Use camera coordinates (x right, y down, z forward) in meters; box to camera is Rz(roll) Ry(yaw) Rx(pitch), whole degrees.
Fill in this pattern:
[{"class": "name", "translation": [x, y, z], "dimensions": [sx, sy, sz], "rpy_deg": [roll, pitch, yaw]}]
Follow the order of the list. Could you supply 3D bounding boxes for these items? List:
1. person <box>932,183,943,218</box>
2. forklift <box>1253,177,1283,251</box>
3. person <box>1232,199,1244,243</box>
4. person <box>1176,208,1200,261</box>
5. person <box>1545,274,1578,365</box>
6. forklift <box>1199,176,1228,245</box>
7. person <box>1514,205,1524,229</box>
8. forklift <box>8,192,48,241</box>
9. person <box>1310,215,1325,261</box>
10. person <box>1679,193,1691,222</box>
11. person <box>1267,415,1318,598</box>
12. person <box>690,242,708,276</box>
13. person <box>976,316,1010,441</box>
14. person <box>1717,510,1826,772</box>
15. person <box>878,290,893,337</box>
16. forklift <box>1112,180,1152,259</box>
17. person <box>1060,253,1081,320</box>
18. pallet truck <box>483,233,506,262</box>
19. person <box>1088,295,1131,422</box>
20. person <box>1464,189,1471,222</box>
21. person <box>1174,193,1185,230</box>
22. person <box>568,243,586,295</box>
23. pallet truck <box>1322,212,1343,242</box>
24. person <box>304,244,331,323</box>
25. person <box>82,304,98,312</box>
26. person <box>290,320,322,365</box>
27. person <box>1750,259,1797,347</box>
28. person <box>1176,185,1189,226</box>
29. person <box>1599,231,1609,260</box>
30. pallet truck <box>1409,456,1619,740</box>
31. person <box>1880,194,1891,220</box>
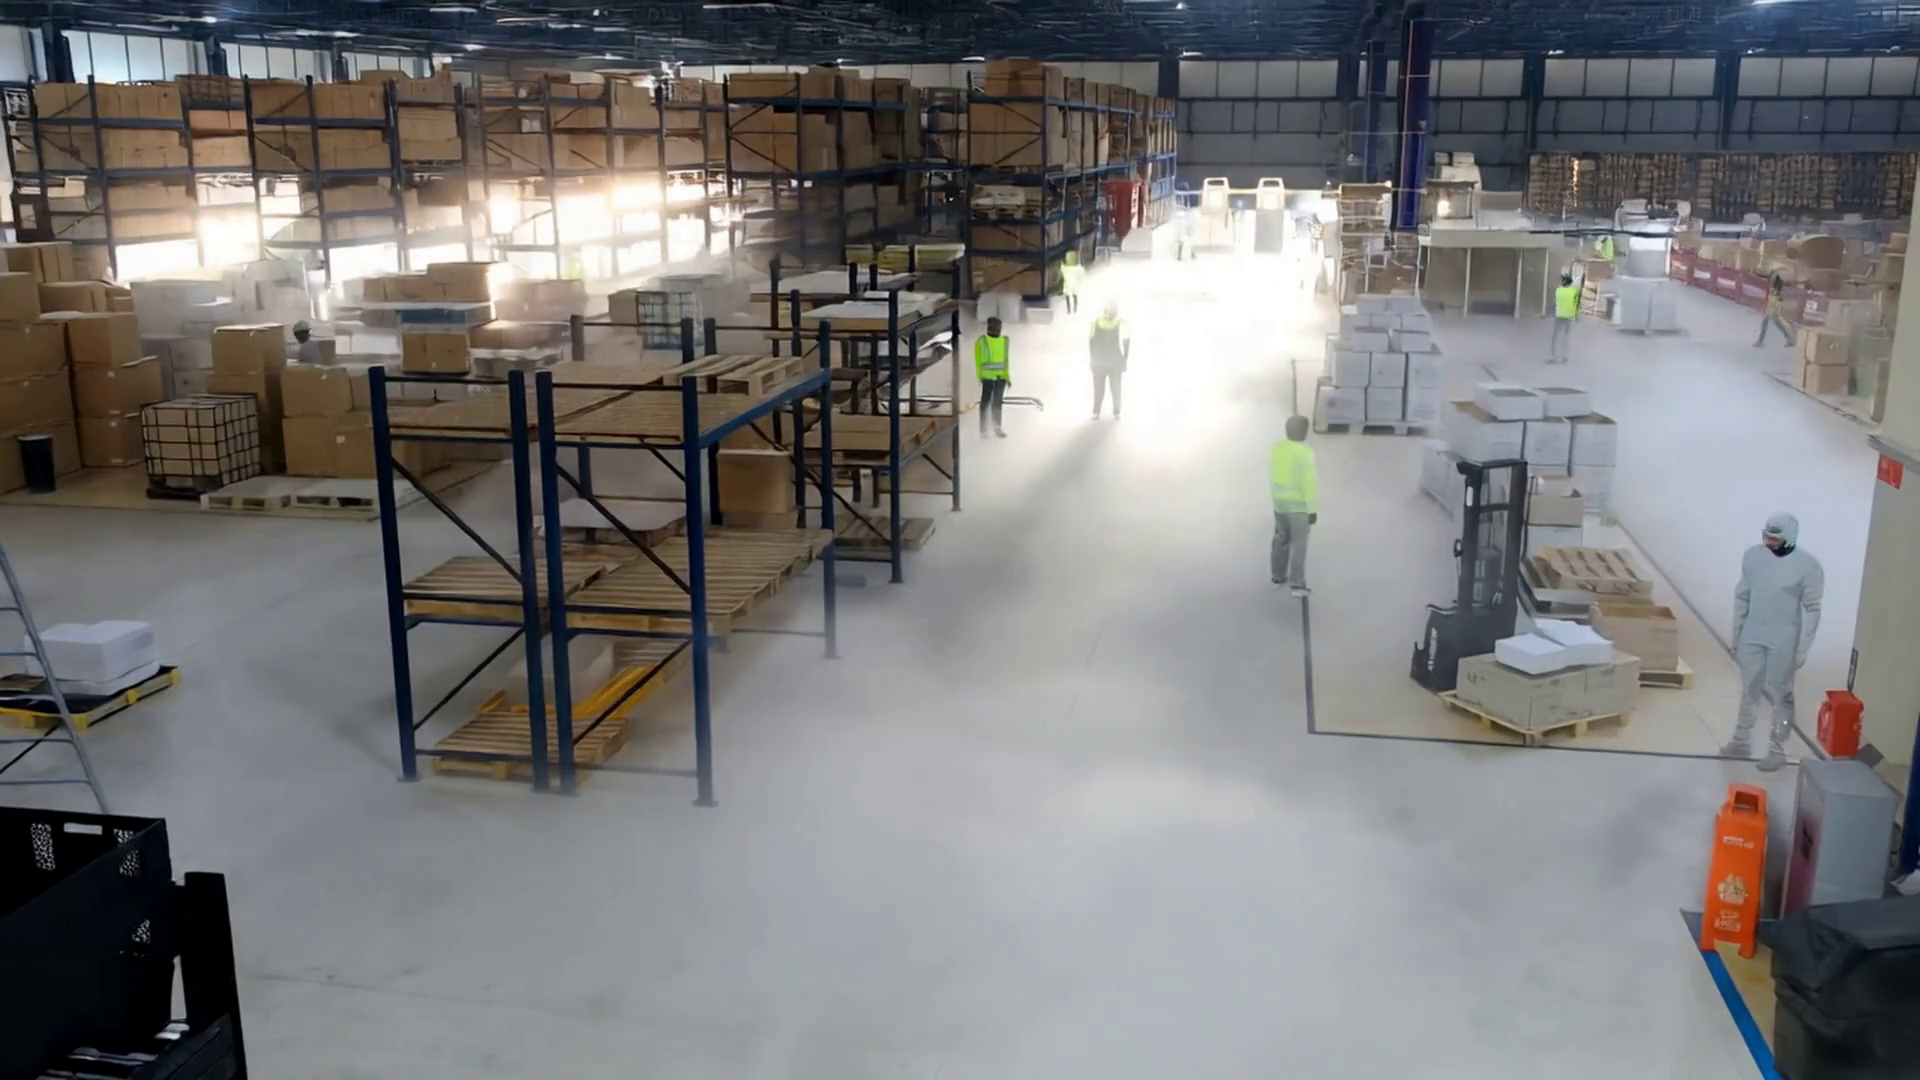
[{"class": "person", "translation": [-1.202, -18.139, 88.889], "dimensions": [0.557, 1.886, 0.988], "rpy_deg": [2, 14, 8]}, {"class": "forklift", "translation": [12.083, -12.747, 64.956], "dimensions": [1.129, 2.768, 1.873], "rpy_deg": [3, 14, 10]}, {"class": "person", "translation": [11.605, -13.373, 69.691], "dimensions": [0.404, 1.823, 0.591], "rpy_deg": [-11, 18, -37]}, {"class": "person", "translation": [8.207, -11.027, 60.007], "dimensions": [0.957, 1.888, 0.569], "rpy_deg": [-6, 15, -22]}, {"class": "person", "translation": [12.041, -4.397, 33.241], "dimensions": [0.520, 1.814, 0.953], "rpy_deg": [11, 18, 38]}, {"class": "forklift", "translation": [10.323, -13.301, 67.205], "dimensions": [1.129, 2.768, 1.873], "rpy_deg": [3, 14, 10]}, {"class": "person", "translation": [22.139, -12.349, 65.665], "dimensions": [0.676, 1.743, 0.541], "rpy_deg": [0, 14, 0]}, {"class": "forklift", "translation": [-27.552, -8.896, 49.322], "dimensions": [1.129, 2.768, 1.873], "rpy_deg": [3, 14, 10]}, {"class": "person", "translation": [12.870, -10.876, 59.894], "dimensions": [0.538, 1.635, 0.910], "rpy_deg": [1, 14, 4]}, {"class": "person", "translation": [31.927, -14.284, 73.151], "dimensions": [0.653, 1.920, 0.710], "rpy_deg": [-4, 14, -16]}, {"class": "person", "translation": [3.364, -0.341, 16.727], "dimensions": [0.429, 1.842, 0.635], "rpy_deg": [-9, 16, -31]}, {"class": "person", "translation": [-6.453, -6.383, 41.062], "dimensions": [1.010, 1.948, 0.609], "rpy_deg": [2, 14, 7]}, {"class": "person", "translation": [0.503, -2.453, 25.215], "dimensions": [0.583, 1.882, 0.350], "rpy_deg": [-8, 16, -29]}, {"class": "person", "translation": [5.941, 0.728, 12.189], "dimensions": [0.361, 1.937, 0.635], "rpy_deg": [-9, 16, -31]}, {"class": "person", "translation": [-1.578, -4.784, 35.297], "dimensions": [0.514, 1.579, 0.926], "rpy_deg": [10, 17, 36]}, {"class": "forklift", "translation": [6.082, -11.722, 60.796], "dimensions": [1.873, 2.768, 1.129], "rpy_deg": [2, 14, 9]}, {"class": "person", "translation": [2.748, -6.293, 41.281], "dimensions": [0.549, 1.653, 0.622], "rpy_deg": [0, 14, 0]}, {"class": "pallet truck", "translation": [-11.832, -7.026, 43.548], "dimensions": [1.885, 1.965, 0.823], "rpy_deg": [8, 16, 28]}, {"class": "person", "translation": [2.368, -2.913, 26.759], "dimensions": [0.682, 2.000, 0.537], "rpy_deg": [7, 15, 25]}, {"class": "person", "translation": [24.643, -16.229, 81.303], "dimensions": [0.821, 1.801, 0.621], "rpy_deg": [1, 14, 5]}, {"class": "person", "translation": [10.404, -15.586, 78.871], "dimensions": [0.535, 1.720, 0.900], "rpy_deg": [3, 14, 11]}, {"class": "person", "translation": [-9.780, -6.612, 42.227], "dimensions": [0.679, 1.824, 0.638], "rpy_deg": [-1, 14, -4]}, {"class": "pallet truck", "translation": [15.874, -13.227, 70.310], "dimensions": [0.680, 1.201, 1.601], "rpy_deg": [10, 17, 35]}, {"class": "person", "translation": [-15.683, -6.263, 40.634], "dimensions": [0.587, 1.911, 0.397], "rpy_deg": [-7, 15, -26]}, {"class": "person", "translation": [-13.708, -2.811, 26.610], "dimensions": [0.446, 1.911, 0.717], "rpy_deg": [5, 15, 19]}, {"class": "person", "translation": [-9.621, -2.289, 24.516], "dimensions": [0.683, 1.897, 0.600], "rpy_deg": [-2, 14, -7]}, {"class": "person", "translation": [17.651, -5.092, 35.885], "dimensions": [0.866, 1.913, 0.550], "rpy_deg": [1, 14, 3]}, {"class": "person", "translation": [10.933, -16.443, 81.846], "dimensions": [0.617, 1.970, 0.747], "rpy_deg": [2, 14, 9]}, {"class": "person", "translation": [19.416, -8.499, 50.277], "dimensions": [0.278, 1.633, 0.498], "rpy_deg": [8, 16, 30]}, {"class": "pallet truck", "translation": [4.504, 0.400, 13.395], "dimensions": [0.823, 1.965, 1.885], "rpy_deg": [-6, 15, -23]}, {"class": "person", "translation": [43.511, -15.499, 78.341], "dimensions": [0.848, 1.818, 0.577], "rpy_deg": [5, 15, 20]}]
